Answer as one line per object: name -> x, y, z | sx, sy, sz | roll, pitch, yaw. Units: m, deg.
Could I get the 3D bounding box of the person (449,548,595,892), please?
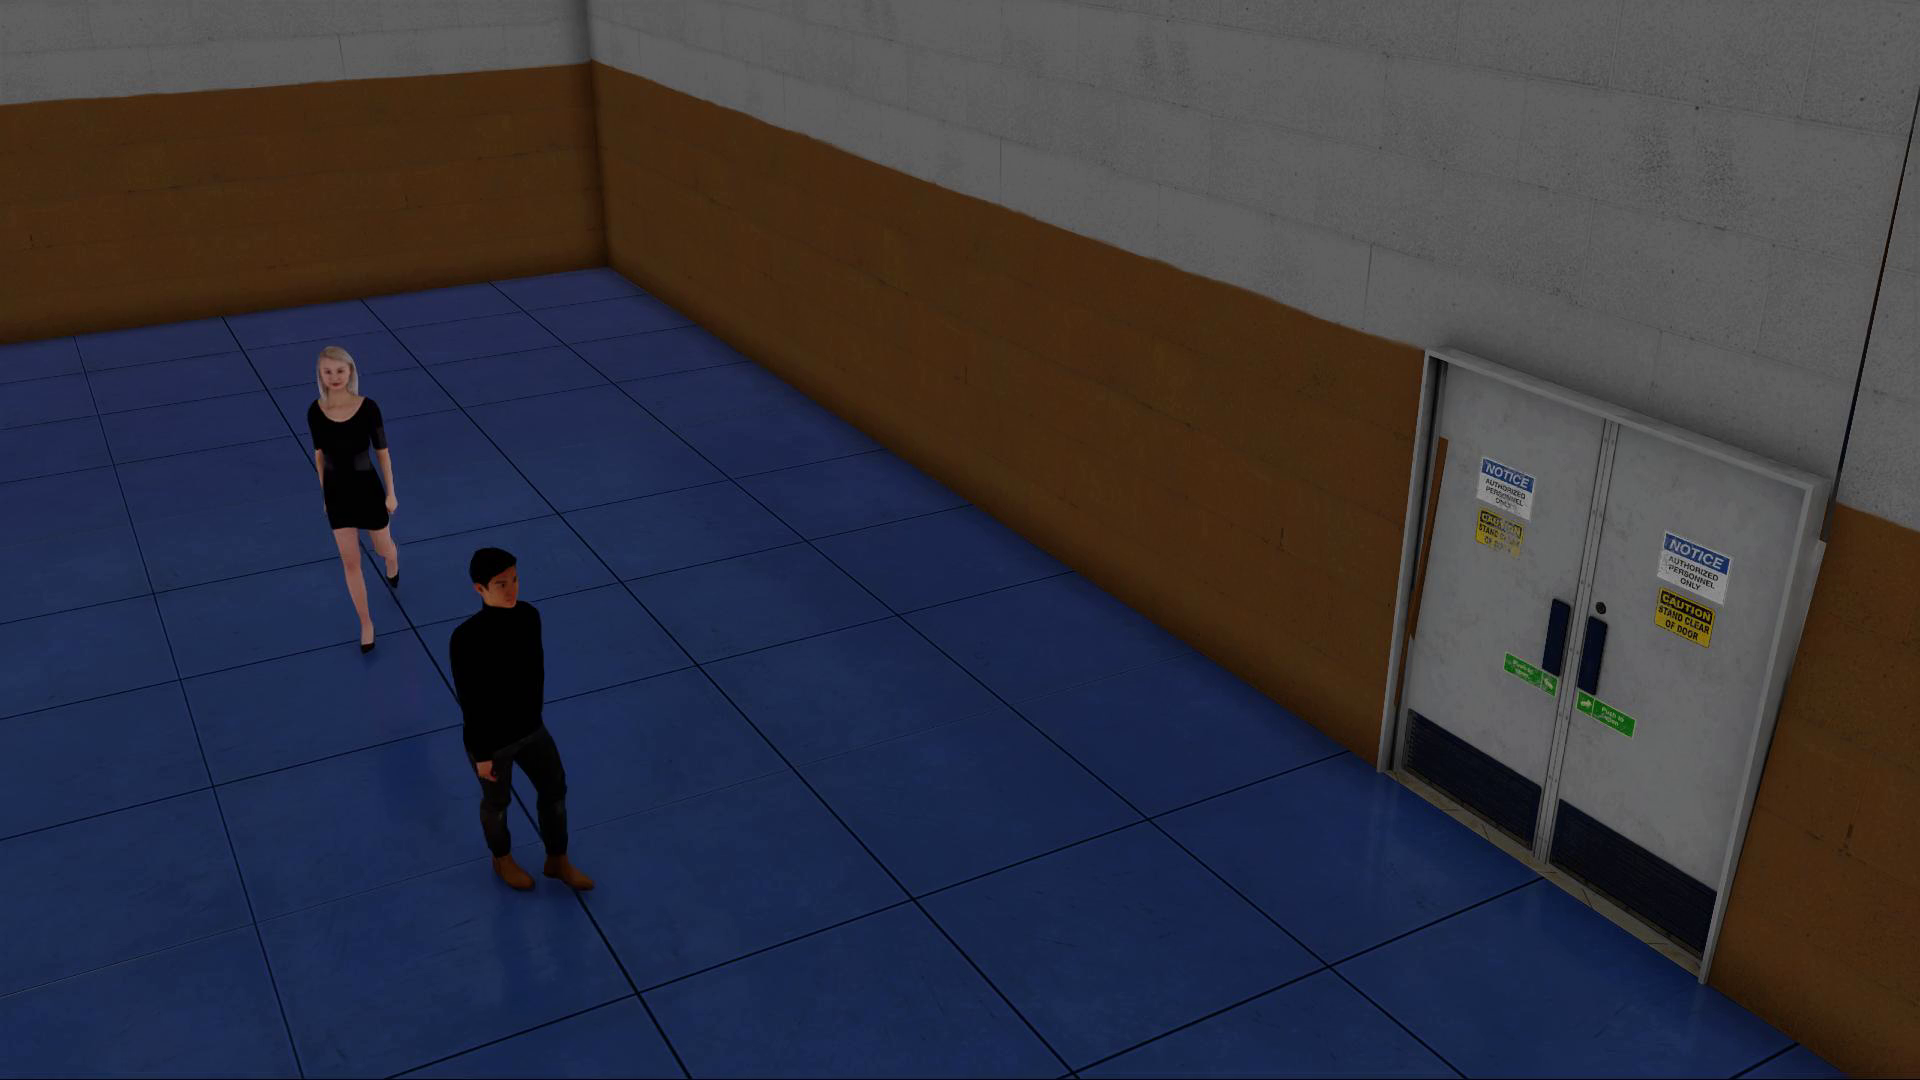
person -> -2.094, 0.811, 7.494 | 0.842, 1.709, 0.805 | 20, 31, 38

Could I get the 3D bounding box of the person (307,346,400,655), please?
person -> -3.564, -0.285, 9.876 | 1.090, 1.808, 0.898 | -4, 24, -9
